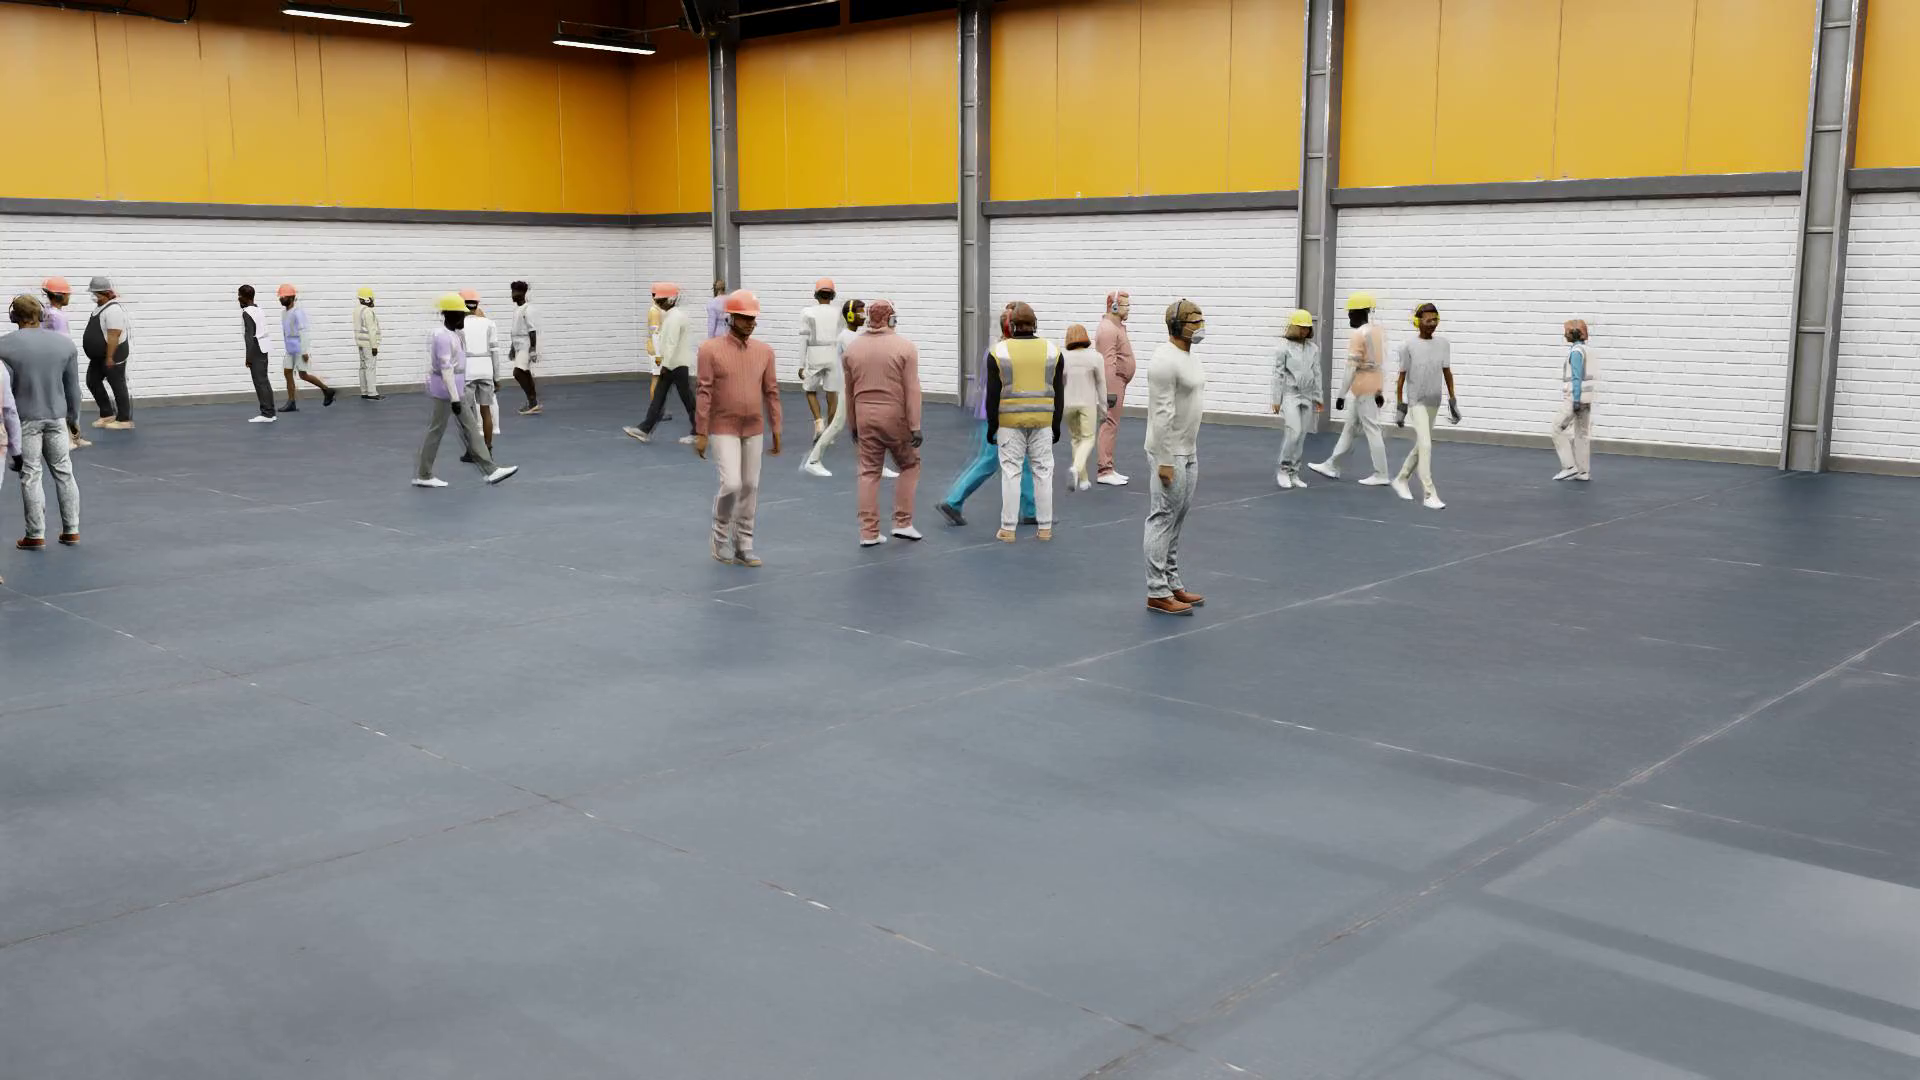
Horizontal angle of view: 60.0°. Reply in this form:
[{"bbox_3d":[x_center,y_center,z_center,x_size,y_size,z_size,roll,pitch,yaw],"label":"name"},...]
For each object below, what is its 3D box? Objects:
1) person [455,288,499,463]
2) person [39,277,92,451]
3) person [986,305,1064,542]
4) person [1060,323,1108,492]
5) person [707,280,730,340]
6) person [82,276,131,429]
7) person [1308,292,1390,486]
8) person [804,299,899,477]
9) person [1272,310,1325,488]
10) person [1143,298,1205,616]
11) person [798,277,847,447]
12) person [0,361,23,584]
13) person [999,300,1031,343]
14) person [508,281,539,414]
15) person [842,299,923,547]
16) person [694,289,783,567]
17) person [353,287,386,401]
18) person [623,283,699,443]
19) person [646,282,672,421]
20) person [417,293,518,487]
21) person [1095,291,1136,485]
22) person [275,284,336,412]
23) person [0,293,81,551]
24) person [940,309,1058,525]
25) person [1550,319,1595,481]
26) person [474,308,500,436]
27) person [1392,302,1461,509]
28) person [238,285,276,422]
[{"bbox_3d":[-5.356,-1.807,18.284,0.555,1.913,0.437,-6,11,-34],"label":"person"},{"bbox_3d":[-10.350,-2.030,19.297,0.658,2.023,0.654,-8,12,-40],"label":"person"},{"bbox_3d":[0.498,-0.899,12.952,0.622,1.838,0.429,-2,9,-10],"label":"person"},{"bbox_3d":[1.120,-1.247,15.754,0.525,1.606,0.676,3,10,20],"label":"person"},{"bbox_3d":[-4.007,-3.387,27.890,0.372,1.940,0.632,7,11,36],"label":"person"},{"bbox_3d":[-11.291,-2.466,21.932,0.599,2.000,0.715,-9,13,-43],"label":"person"},{"bbox_3d":[3.840,-1.482,16.366,0.941,1.882,0.610,5,11,29],"label":"person"},{"bbox_3d":[-1.133,-1.527,16.889,0.999,1.831,0.531,1,9,9],"label":"person"},{"bbox_3d":[3.280,-1.350,16.070,0.491,1.730,0.437,-5,11,-30],"label":"person"},{"bbox_3d":[1.341,-0.518,10.300,0.379,1.940,0.629,4,10,24],"label":"person"},{"bbox_3d":[-1.624,-2.118,19.834,0.645,2.023,0.425,-3,10,-17],"label":"person"},{"bbox_3d":[-6.794,-0.629,11.396,0.917,1.806,0.631,8,12,41],"label":"person"},{"bbox_3d":[0.510,-1.268,15.240,0.383,1.837,0.513,0,9,1],"label":"person"},{"bbox_3d":[-6.366,-2.795,24.197,0.497,1.950,0.601,-5,11,-30],"label":"person"},{"bbox_3d":[-0.546,-0.901,12.807,0.681,1.885,0.663,4,10,25],"label":"person"},{"bbox_3d":[-1.551,-0.777,11.769,0.643,1.972,0.435,-7,11,-35],"label":"person"},{"bbox_3d":[-9.508,-3.147,26.743,0.404,1.833,0.592,-8,12,-41],"label":"person"},{"bbox_3d":[-3.565,-2.112,20.058,1.010,1.937,0.627,-3,10,-20],"label":"person"},{"bbox_3d":[-4.206,-2.643,23.343,0.374,1.934,0.548,-1,9,-6],"label":"person"},{"bbox_3d":[-4.840,-1.436,16.088,0.989,1.875,0.611,0,9,-2],"label":"person"},{"bbox_3d":[1.534,-1.502,16.436,0.403,1.904,0.652,1,9,8],"label":"person"},{"bbox_3d":[-9.802,-2.860,24.790,0.557,1.911,0.813,8,12,40],"label":"person"},{"bbox_3d":[-6.973,-0.889,12.580,0.355,1.936,0.637,7,12,37],"label":"person"},{"bbox_3d":[0.304,-0.998,13.679,0.932,1.807,0.566,1,9,6],"label":"person"},{"bbox_3d":[6.124,-1.388,16.606,0.450,1.622,0.515,7,11,35],"label":"person"},{"bbox_3d":[-6.112,-2.138,21.205,0.288,1.626,0.497,4,10,25],"label":"person"},{"bbox_3d":[4.180,-1.231,15.025,0.529,1.834,0.938,-3,10,-18],"label":"person"},{"bbox_3d":[-9.787,-2.590,23.143,0.412,1.904,0.601,-2,9,-10],"label":"person"}]
